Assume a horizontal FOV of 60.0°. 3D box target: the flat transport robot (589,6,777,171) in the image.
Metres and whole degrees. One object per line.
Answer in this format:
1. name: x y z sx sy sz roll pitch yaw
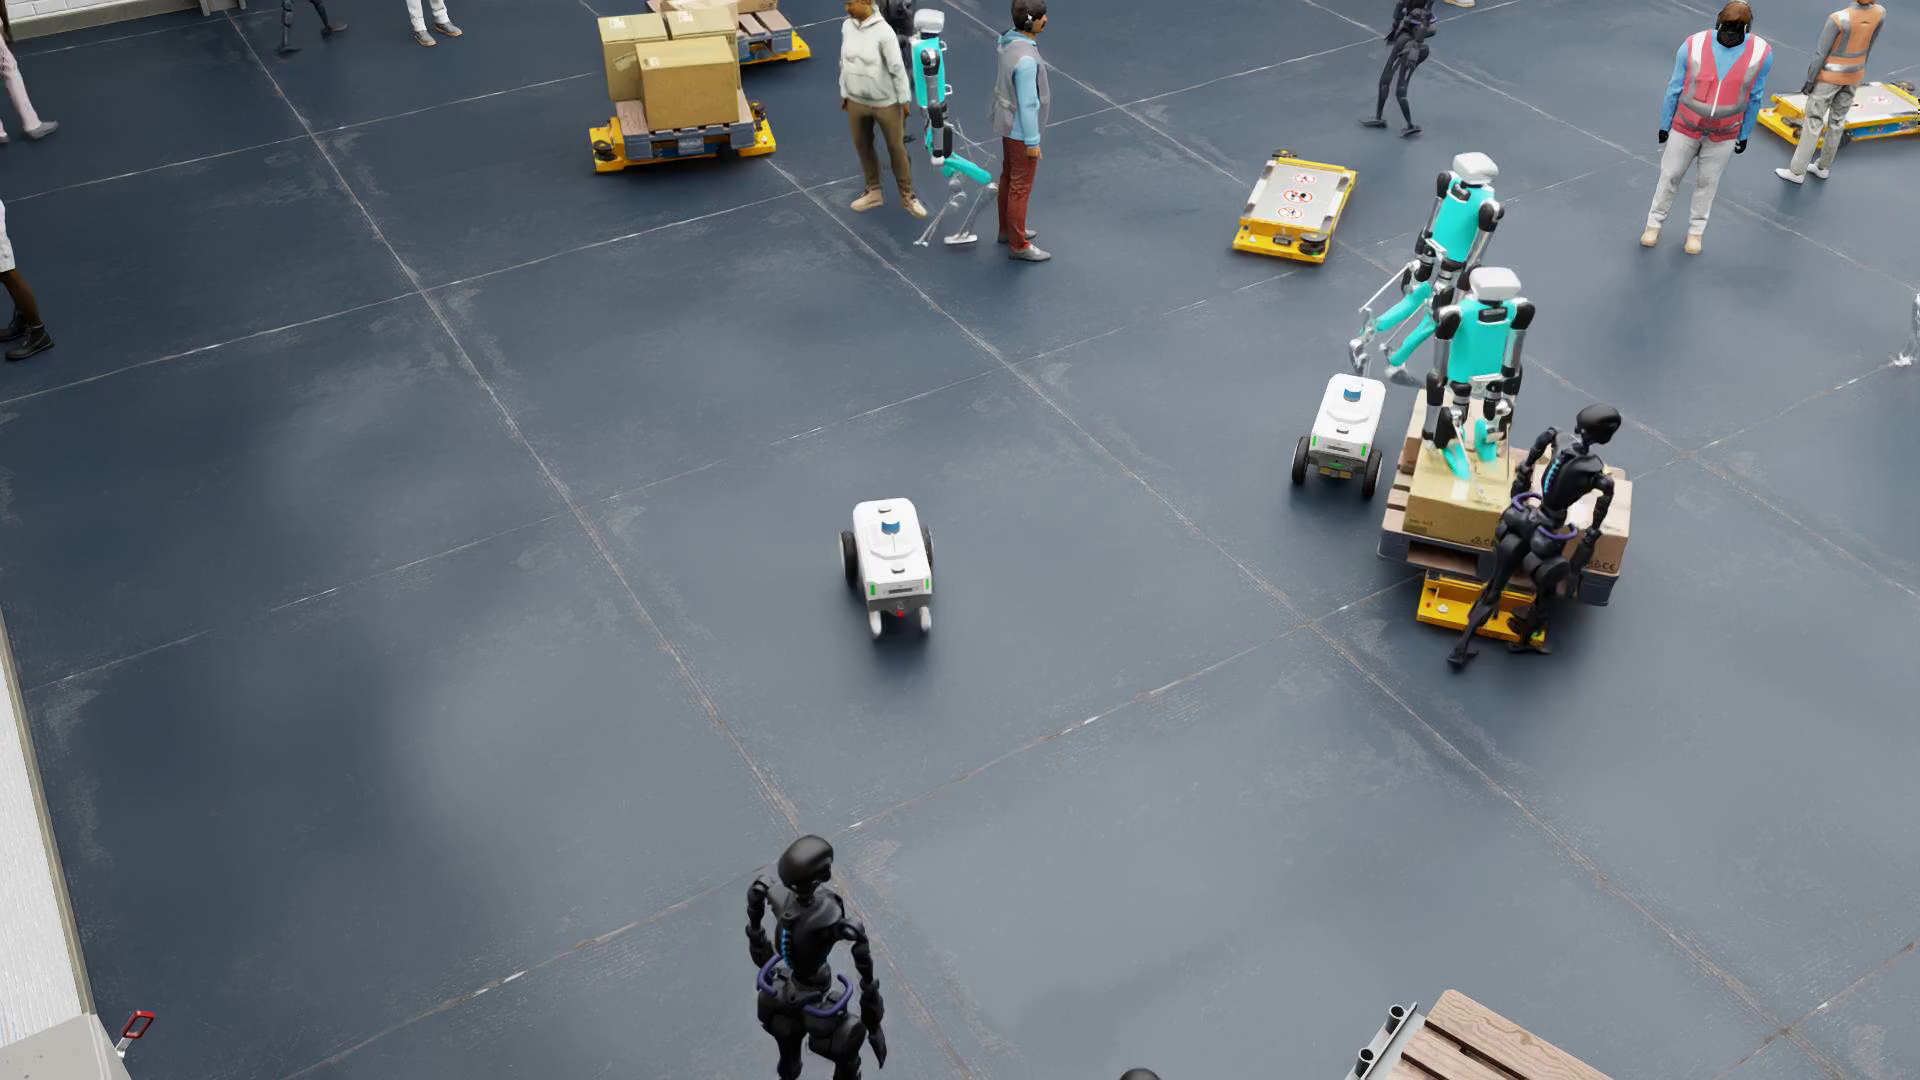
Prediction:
1. flat transport robot: -2.242 -3.261 13.407 1.431 0.231 0.659 -9 39 -11

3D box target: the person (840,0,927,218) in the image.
1. person: -0.550 -3.186 12.132 0.694 1.737 0.381 19 42 23

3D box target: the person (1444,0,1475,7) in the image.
1. person: 4.842 -5.979 15.537 0.355 1.884 0.572 17 41 20

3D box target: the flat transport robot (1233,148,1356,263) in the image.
1. flat transport robot: 2.527 -2.515 12.465 0.659 0.231 1.431 13 40 16

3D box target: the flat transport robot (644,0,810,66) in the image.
1. flat transport robot: -2.122 -4.394 14.836 1.431 0.231 0.659 -15 41 -18

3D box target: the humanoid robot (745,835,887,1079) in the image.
1. humanoid robot: -0.571 1.720 5.999 0.589 1.634 0.634 19 42 22

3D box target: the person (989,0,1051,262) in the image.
1. person: 0.416 -2.867 11.613 0.415 1.881 0.531 -7 39 -9

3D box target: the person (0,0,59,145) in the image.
1. person: -7.738 -3.969 13.069 0.675 1.805 0.387 -30 47 -32

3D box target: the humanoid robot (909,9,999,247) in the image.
1. humanoid robot: -0.018 -2.833 11.702 0.786 1.806 0.551 -5 39 -6

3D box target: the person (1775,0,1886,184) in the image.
1. person: 6.634 -3.497 12.608 0.505 1.629 0.315 -10 40 -13

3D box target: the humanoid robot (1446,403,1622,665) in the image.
1. humanoid robot: 2.834 -0.001 8.188 0.613 1.642 0.632 -21 43 -25

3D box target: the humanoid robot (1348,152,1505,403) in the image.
1. humanoid robot: 2.652 -1.421 9.907 0.901 1.747 0.530 -13 40 -16

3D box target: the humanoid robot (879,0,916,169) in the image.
1. humanoid robot: -0.466 -3.670 12.789 0.338 1.654 0.598 -15 41 -18

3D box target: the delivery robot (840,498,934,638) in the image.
1. delivery robot: -0.368 0.109 8.931 0.499 0.603 0.803 -6 39 -8

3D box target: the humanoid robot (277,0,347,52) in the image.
1. humanoid robot: -5.926 -5.179 14.735 0.719 1.620 0.609 -30 47 -32

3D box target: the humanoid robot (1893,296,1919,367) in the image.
1. humanoid robot: 6.353 -1.731 10.321 0.793 1.813 0.532 -6 39 -7

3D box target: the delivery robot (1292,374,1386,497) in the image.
1. delivery robot: 2.290 -0.640 9.884 0.499 0.614 0.808 13 40 15

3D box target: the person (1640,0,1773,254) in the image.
1. person: 5.236 -2.893 11.689 0.629 1.836 0.431 13 40 16

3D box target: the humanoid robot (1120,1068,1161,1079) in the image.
1. humanoid robot: 0.532 2.212 5.391 0.603 1.622 0.755 -18 42 -21

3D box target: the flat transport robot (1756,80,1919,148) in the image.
1. flat transport robot: 7.364 -3.503 13.712 1.431 0.231 0.659 -9 39 -11

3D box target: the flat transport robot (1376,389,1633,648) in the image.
1. flat transport robot: 2.977 0.028 9.257 0.659 0.231 1.431 13 40 15

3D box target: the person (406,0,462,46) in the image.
1. person: -4.831 -5.375 14.776 0.356 1.882 0.573 26 45 29

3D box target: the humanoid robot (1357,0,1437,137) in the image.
1. humanoid robot: 3.550 -4.007 13.224 0.435 1.659 0.599 -5 39 -6

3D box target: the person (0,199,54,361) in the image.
1. person: -6.249 -2.039 10.529 0.381 1.928 0.545 -23 44 -27

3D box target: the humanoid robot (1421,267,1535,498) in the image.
1. humanoid robot: 2.754 -0.473 8.771 0.538 1.854 0.737 -9 39 -11
